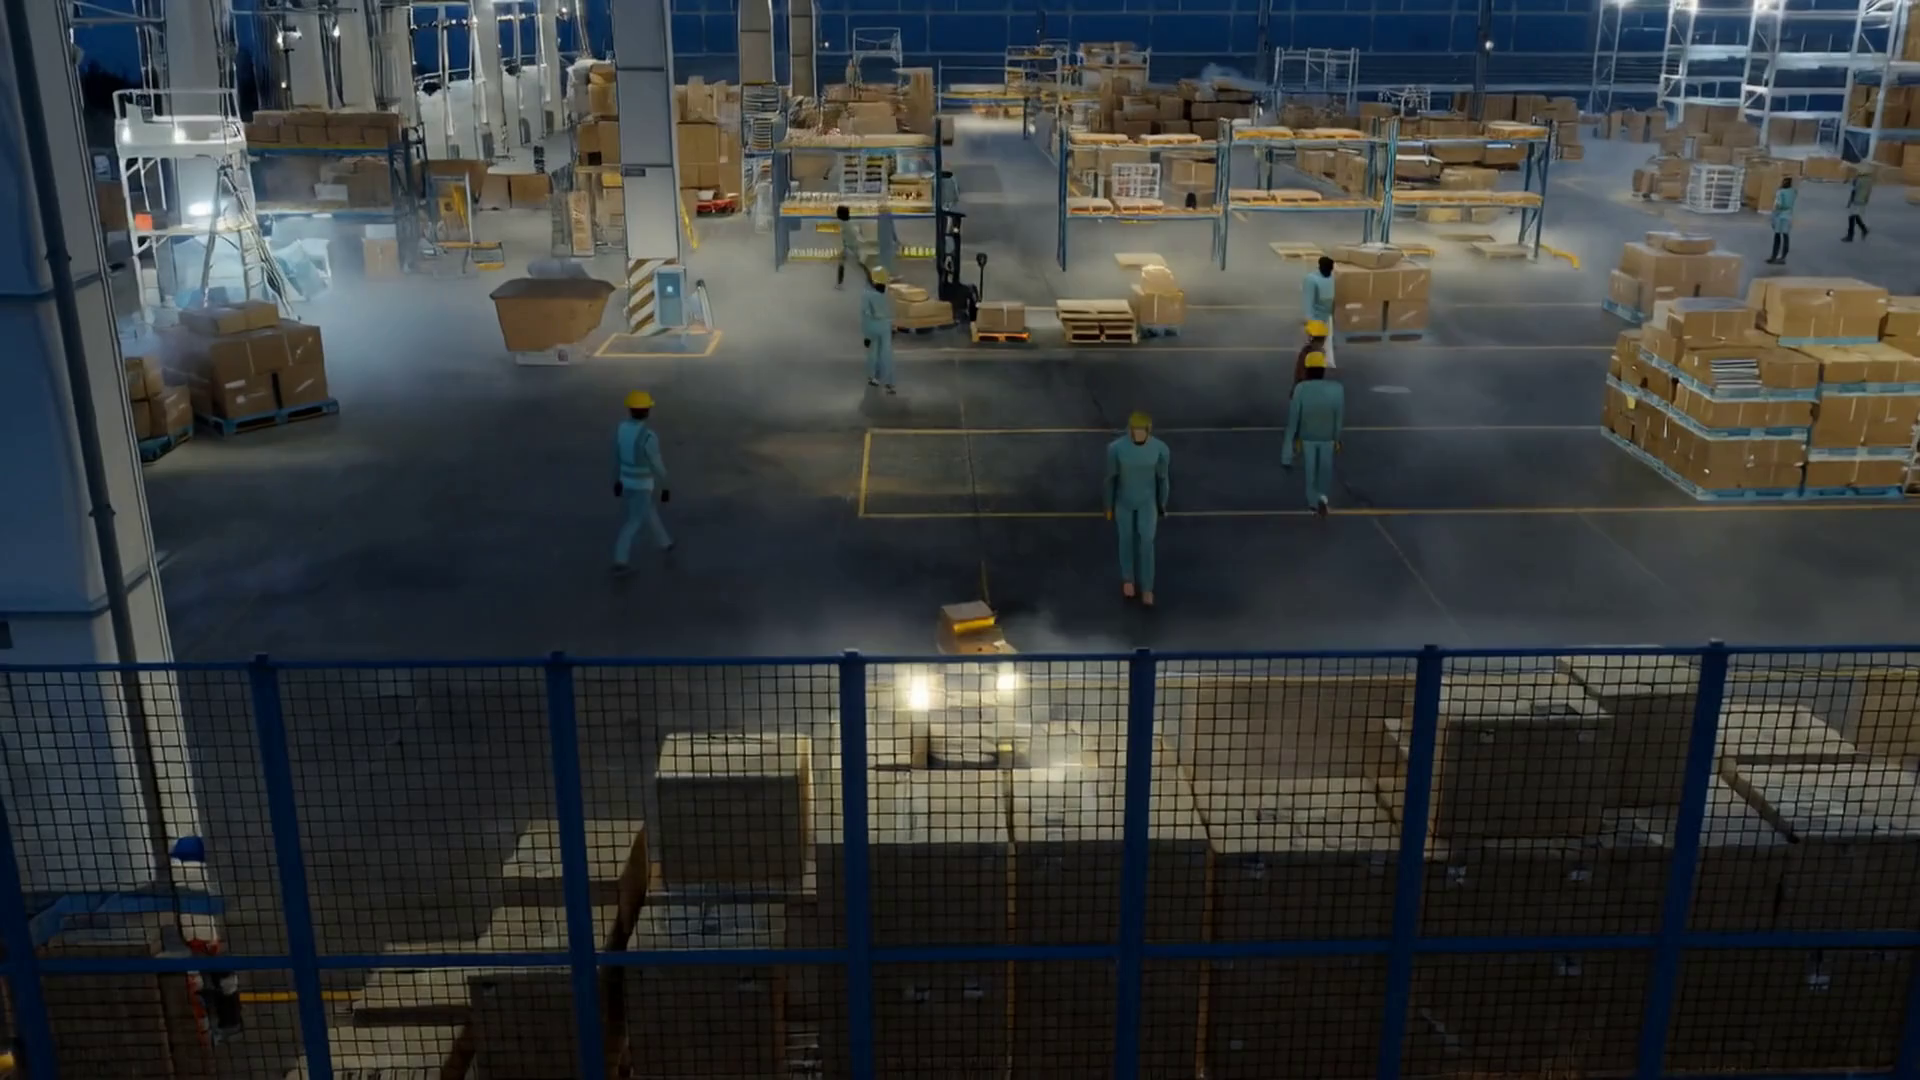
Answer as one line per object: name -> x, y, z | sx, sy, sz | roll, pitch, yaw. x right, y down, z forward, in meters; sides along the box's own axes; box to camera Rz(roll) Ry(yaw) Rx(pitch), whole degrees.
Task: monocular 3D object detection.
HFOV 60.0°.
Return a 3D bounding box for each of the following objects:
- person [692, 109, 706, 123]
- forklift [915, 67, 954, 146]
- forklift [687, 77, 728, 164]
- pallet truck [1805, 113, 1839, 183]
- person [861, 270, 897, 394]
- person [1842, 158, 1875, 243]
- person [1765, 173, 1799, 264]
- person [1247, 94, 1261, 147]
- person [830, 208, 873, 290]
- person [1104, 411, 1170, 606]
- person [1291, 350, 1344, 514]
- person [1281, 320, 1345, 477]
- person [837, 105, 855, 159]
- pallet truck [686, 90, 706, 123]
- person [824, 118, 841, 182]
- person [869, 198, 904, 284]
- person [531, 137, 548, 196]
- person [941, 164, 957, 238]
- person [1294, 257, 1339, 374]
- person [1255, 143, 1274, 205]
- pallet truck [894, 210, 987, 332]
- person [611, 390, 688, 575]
person -> -8.514, -13.207, 54.629 | 0.504, 1.851, 0.683 | 10, 21, 27
forklift -> -1.273, -15.879, 60.977 | 1.873, 2.768, 1.129 | -10, 21, -26
forklift -> -8.726, -13.868, 55.012 | 1.873, 2.768, 1.129 | -1, 19, -1
pallet truck -> 26.403, -11.957, 50.702 | 0.823, 1.965, 1.885 | 6, 19, 16
person -> -1.186, -3.111, 24.692 | 0.593, 1.839, 1.022 | -8, 20, -22
person -> 20.943, -7.886, 38.706 | 0.606, 1.951, 0.466 | -8, 20, -24
person -> 17.768, -6.947, 35.934 | 0.542, 1.938, 0.358 | -5, 19, -13
person -> 10.844, -15.434, 61.159 | 0.399, 1.915, 0.592 | -6, 19, -16
person -> -2.124, -5.736, 32.812 | 0.810, 1.637, 0.561 | 6, 20, 17
person -> 1.716, -0.306, 16.280 | 0.634, 1.913, 0.807 | 2, 19, 5
person -> 4.064, -1.201, 18.937 | 0.625, 1.902, 0.535 | 1, 19, 3
person -> 4.364, -1.714, 20.379 | 0.653, 1.948, 0.956 | -16, 24, -39
person -> -3.771, -13.493, 55.381 | 0.638, 1.924, 0.742 | 8, 20, 22
pallet truck -> -9.671, -15.907, 62.421 | 0.823, 1.965, 1.885 | 5, 19, 15
person -> -3.832, -11.805, 50.381 | 0.738, 1.919, 0.633 | 11, 21, 29
person -> -1.526, -6.025, 33.516 | 0.819, 1.728, 0.505 | -6, 20, -19
person -> -11.934, -10.586, 47.189 | 0.516, 1.640, 0.315 | 8, 20, 22
person -> -0.308, -8.111, 39.703 | 0.489, 1.728, 0.488 | -8, 20, -23
person -> 5.638, -3.565, 26.148 | 0.614, 1.797, 0.986 | -7, 20, -20
person -> 8.310, -10.080, 45.369 | 0.513, 1.845, 0.336 | 7, 20, 20
pallet truck -> -0.493, -4.759, 29.349 | 1.885, 1.965, 0.823 | -13, 23, -34
person -> -3.280, -0.612, 17.202 | 0.640, 1.896, 1.022 | 17, 25, 41
